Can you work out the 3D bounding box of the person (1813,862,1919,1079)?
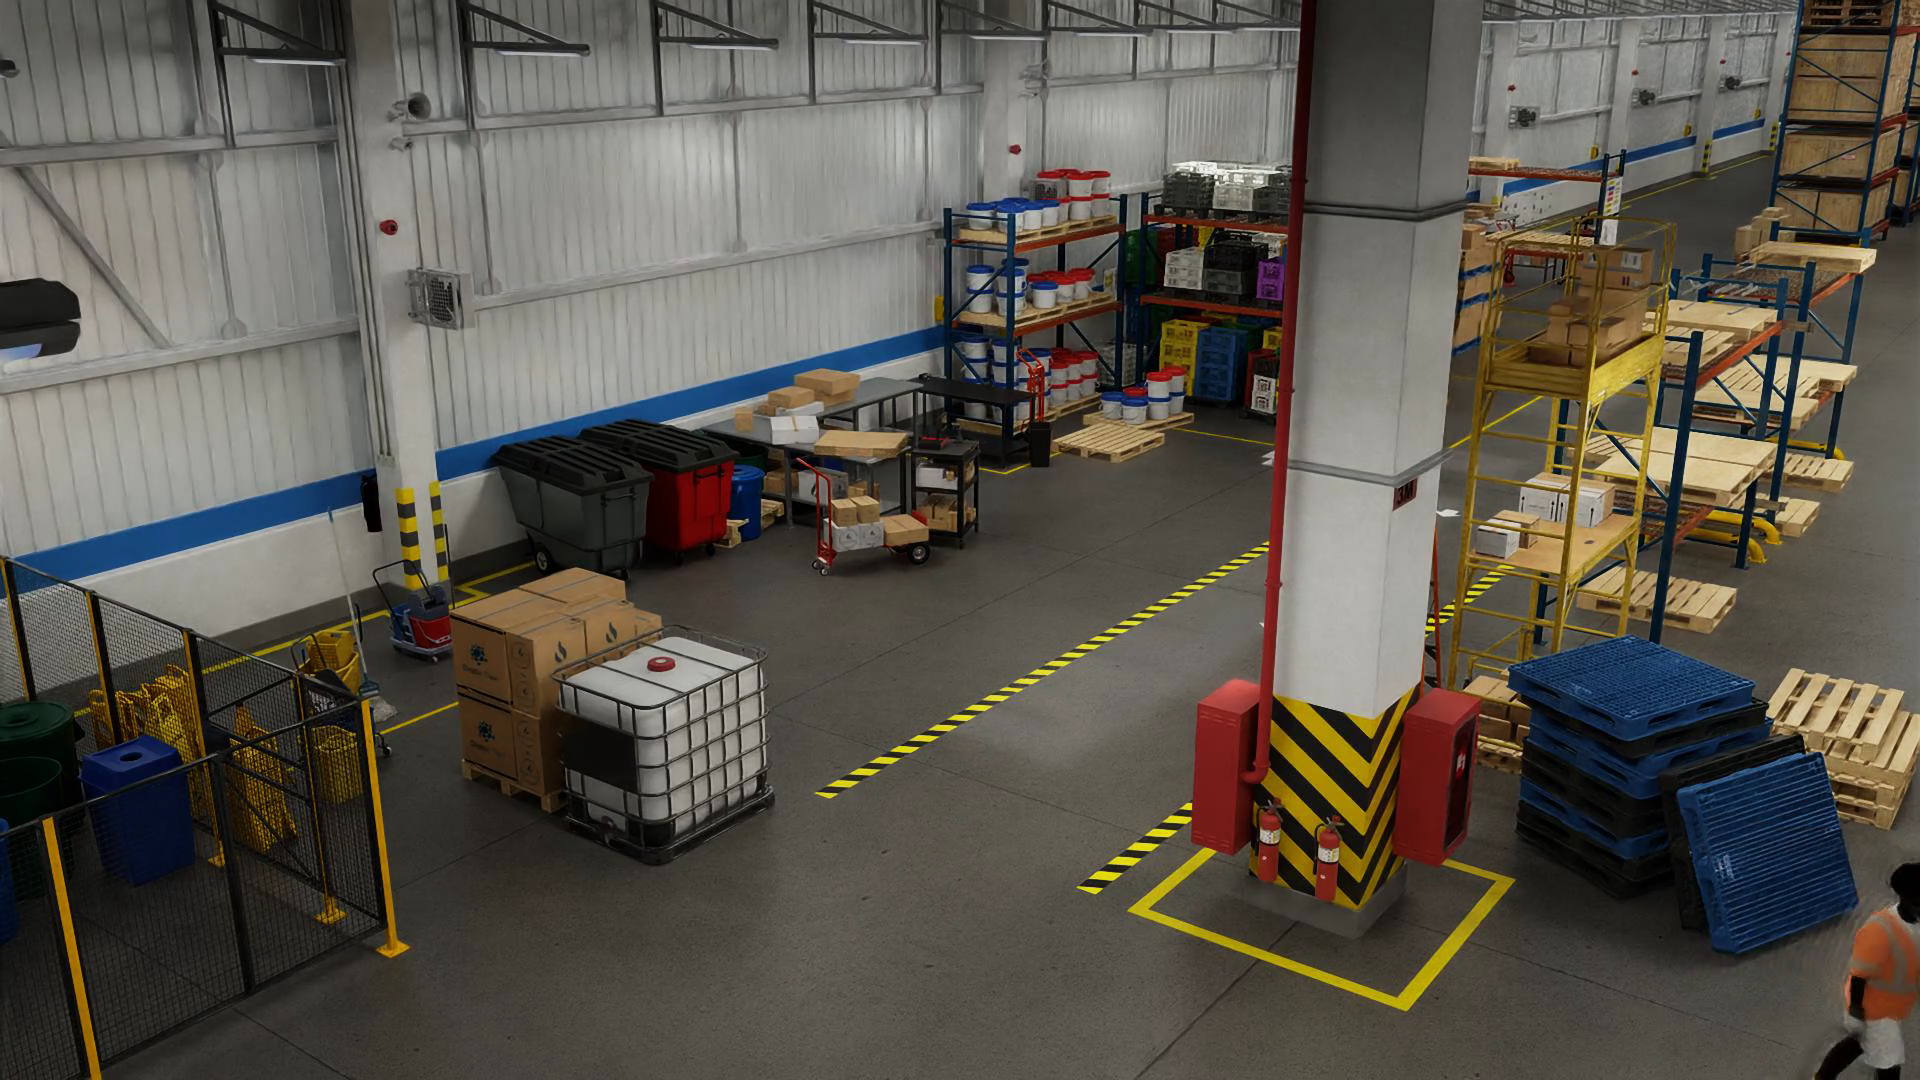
[{"bbox_3d":[4.652,2.332,8.413,0.628,1.657,0.708,-14,23,-36],"label":"person"}]
